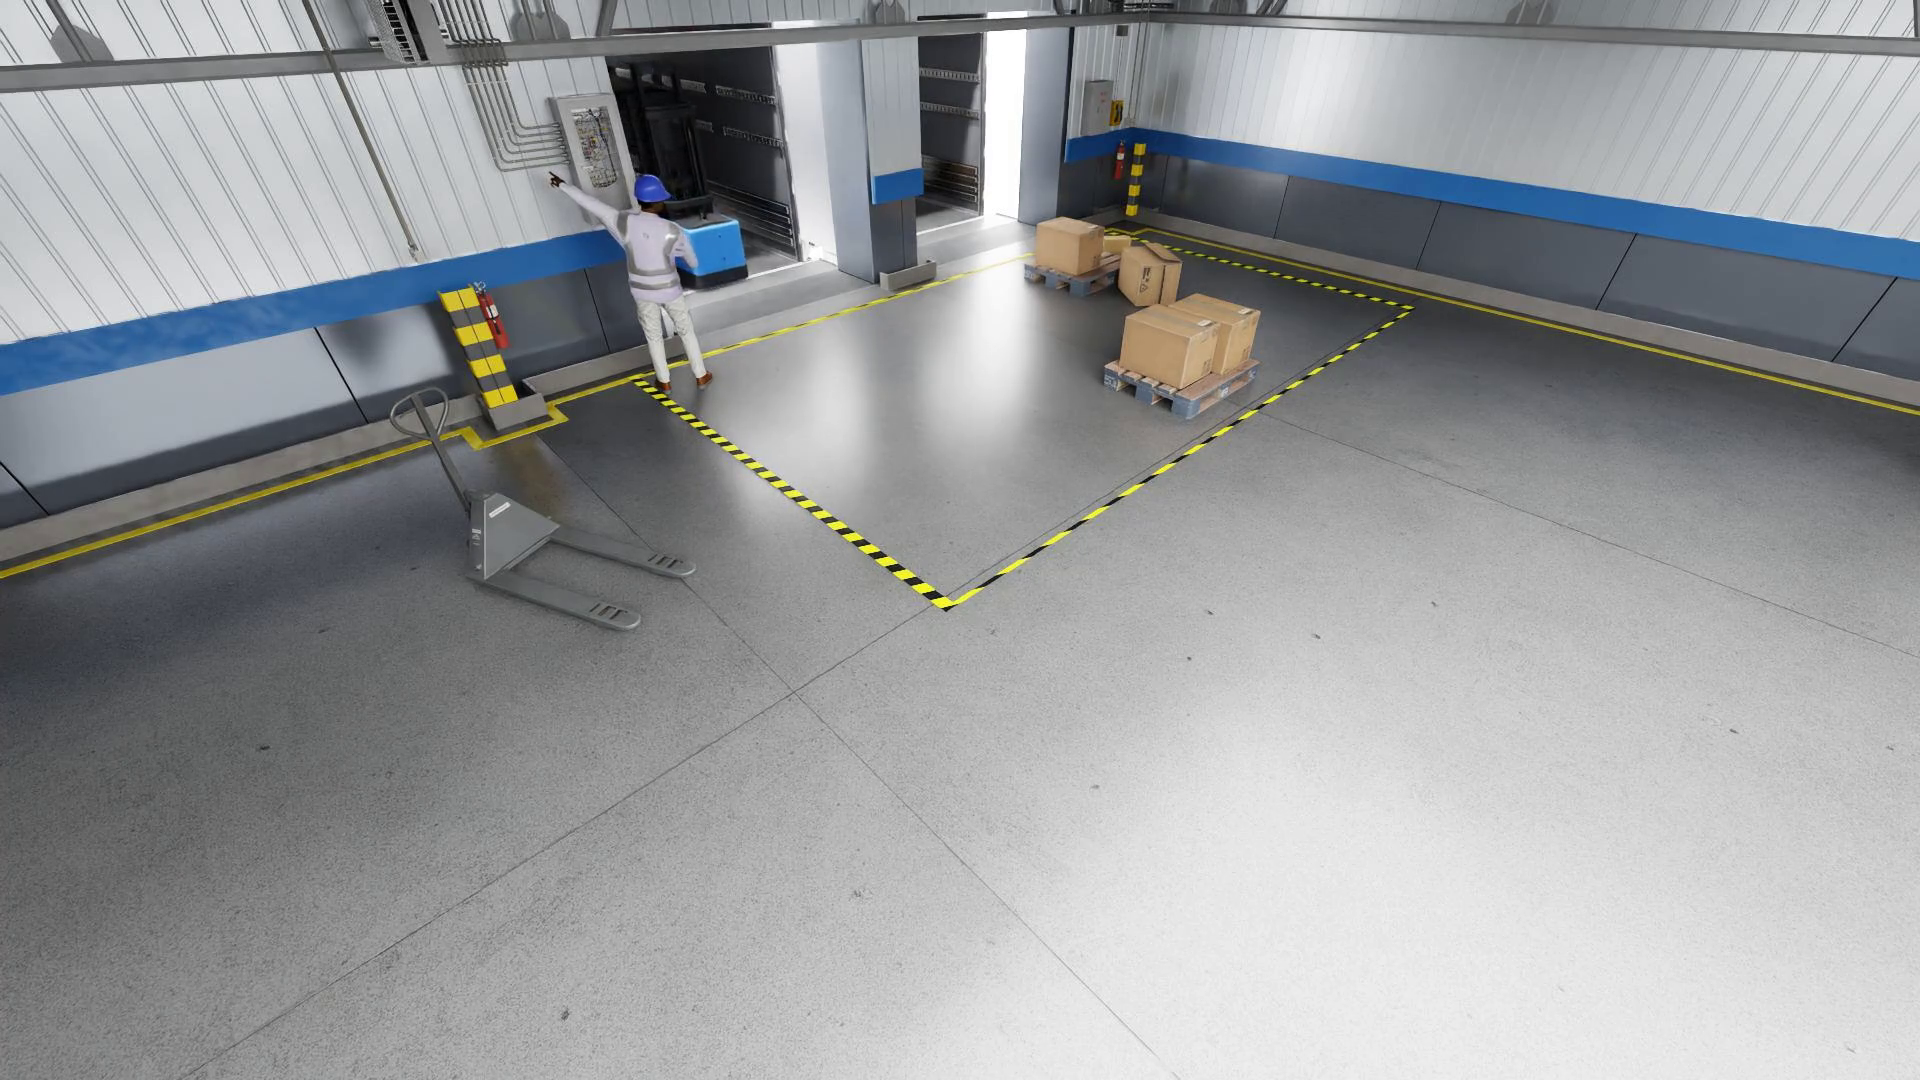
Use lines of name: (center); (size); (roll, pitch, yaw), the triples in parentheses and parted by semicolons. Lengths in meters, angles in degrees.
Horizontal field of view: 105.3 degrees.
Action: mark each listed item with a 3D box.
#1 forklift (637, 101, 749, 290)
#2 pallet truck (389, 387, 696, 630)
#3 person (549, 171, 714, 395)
forklift: (-3.322, -4.261, 9.130); (0.716, 2.013, 0.776); (-30, 47, -33)
pallet truck: (-2.613, -0.247, 4.593); (1.601, 1.201, 0.680); (14, 40, 17)
person: (-2.921, -2.318, 6.728); (1.071, 1.909, 0.685); (-10, 39, -13)
